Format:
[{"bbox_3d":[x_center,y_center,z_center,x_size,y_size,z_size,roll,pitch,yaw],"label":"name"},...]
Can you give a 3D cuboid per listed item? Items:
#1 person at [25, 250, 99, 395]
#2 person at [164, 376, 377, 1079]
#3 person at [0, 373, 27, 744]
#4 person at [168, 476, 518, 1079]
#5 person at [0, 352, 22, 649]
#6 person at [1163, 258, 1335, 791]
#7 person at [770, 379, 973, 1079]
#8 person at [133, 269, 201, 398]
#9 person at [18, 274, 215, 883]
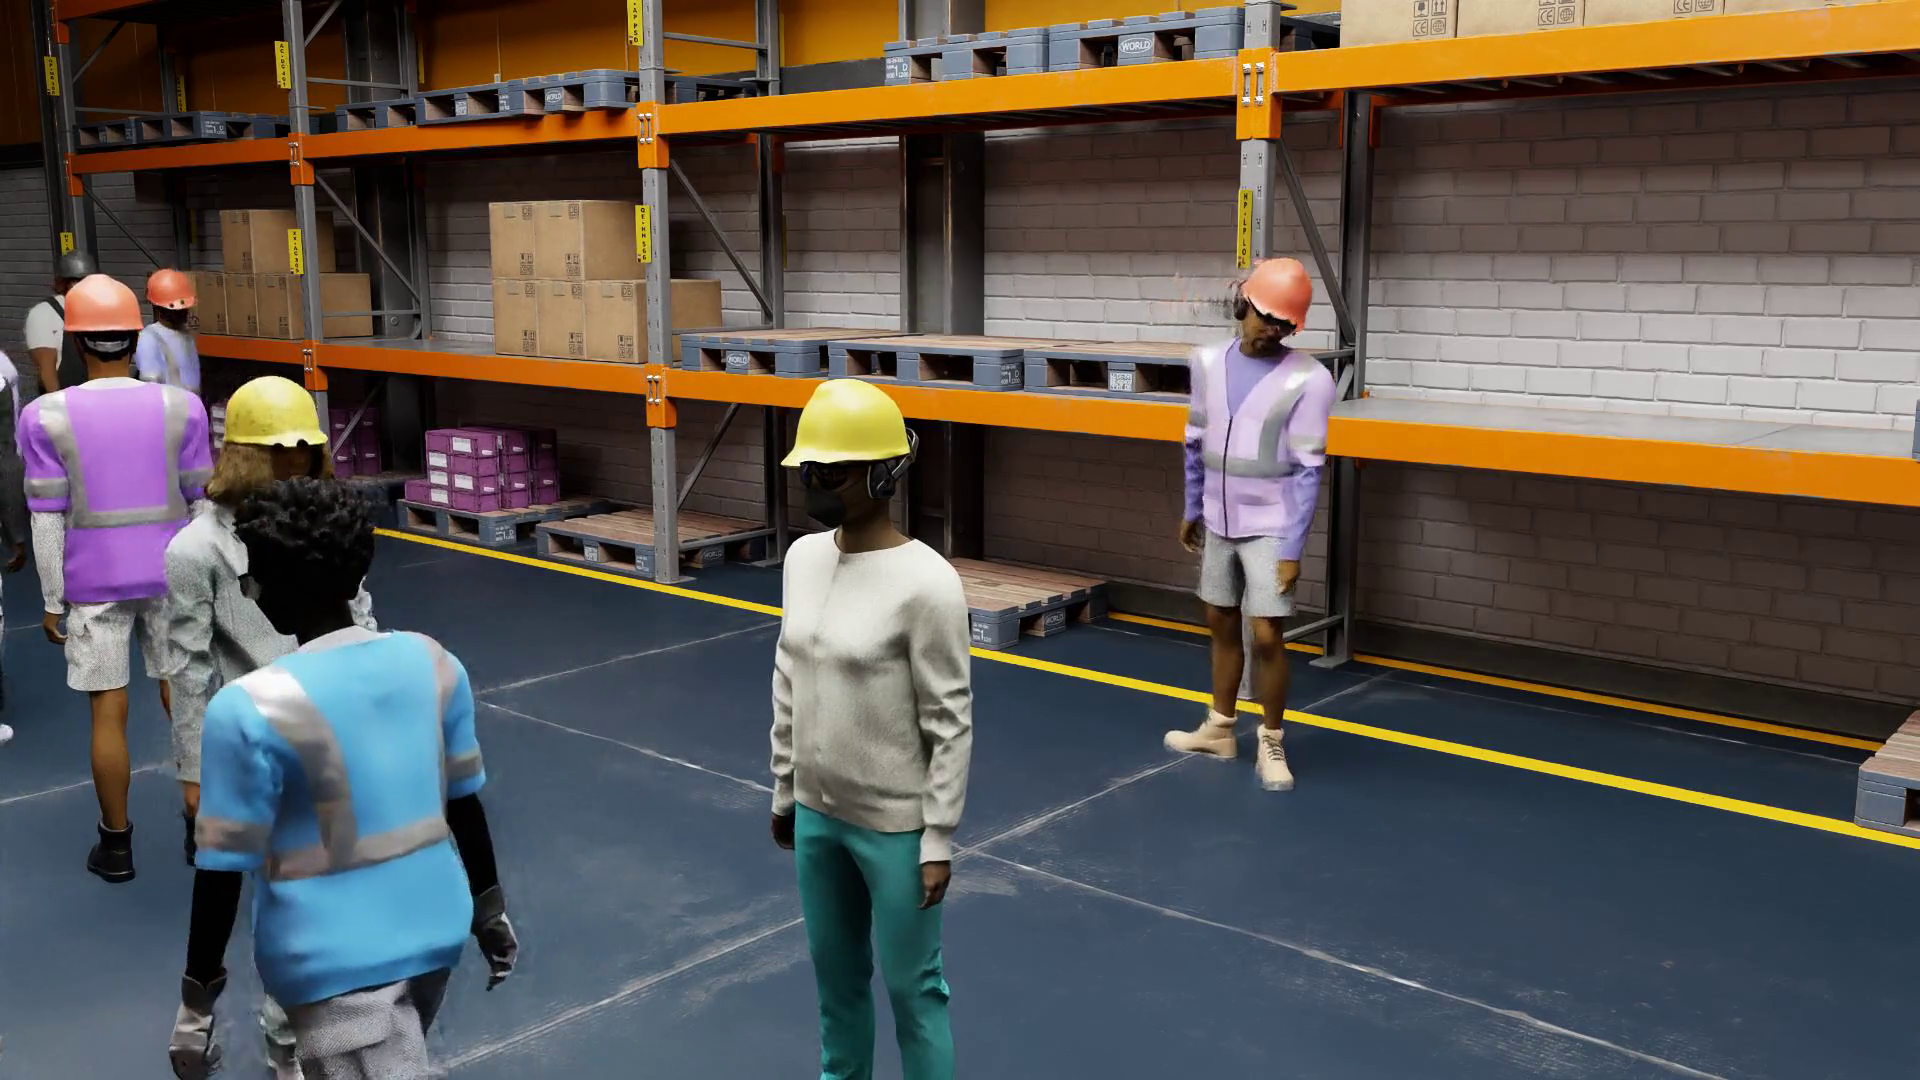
[{"bbox_3d":[-5.973,-0.998,11.462,0.642,2.000,0.694,6,12,32],"label":"person"},{"bbox_3d":[-1.514,0.486,3.879,0.592,1.723,0.507,6,11,30],"label":"person"},{"bbox_3d":[-3.989,-0.055,6.504,0.608,1.898,0.551,-3,10,-14],"label":"person"},{"bbox_3d":[-1.028,0.713,2.857,0.912,1.640,0.573,4,11,22],"label":"person"},{"bbox_3d":[-4.333,-0.176,7.104,0.437,1.926,0.655,7,12,34],"label":"person"},{"bbox_3d":[1.031,-0.057,6.287,0.412,1.996,0.789,-9,13,-41],"label":"person"},{"bbox_3d":[-0.207,0.556,3.397,0.532,1.768,0.311,9,14,43],"label":"person"},{"bbox_3d":[-4.664,-0.662,9.987,0.414,1.899,0.731,0,10,-1],"label":"person"},{"bbox_3d":[-2.666,0.128,5.336,0.545,1.941,0.351,-7,12,-34],"label":"person"}]
